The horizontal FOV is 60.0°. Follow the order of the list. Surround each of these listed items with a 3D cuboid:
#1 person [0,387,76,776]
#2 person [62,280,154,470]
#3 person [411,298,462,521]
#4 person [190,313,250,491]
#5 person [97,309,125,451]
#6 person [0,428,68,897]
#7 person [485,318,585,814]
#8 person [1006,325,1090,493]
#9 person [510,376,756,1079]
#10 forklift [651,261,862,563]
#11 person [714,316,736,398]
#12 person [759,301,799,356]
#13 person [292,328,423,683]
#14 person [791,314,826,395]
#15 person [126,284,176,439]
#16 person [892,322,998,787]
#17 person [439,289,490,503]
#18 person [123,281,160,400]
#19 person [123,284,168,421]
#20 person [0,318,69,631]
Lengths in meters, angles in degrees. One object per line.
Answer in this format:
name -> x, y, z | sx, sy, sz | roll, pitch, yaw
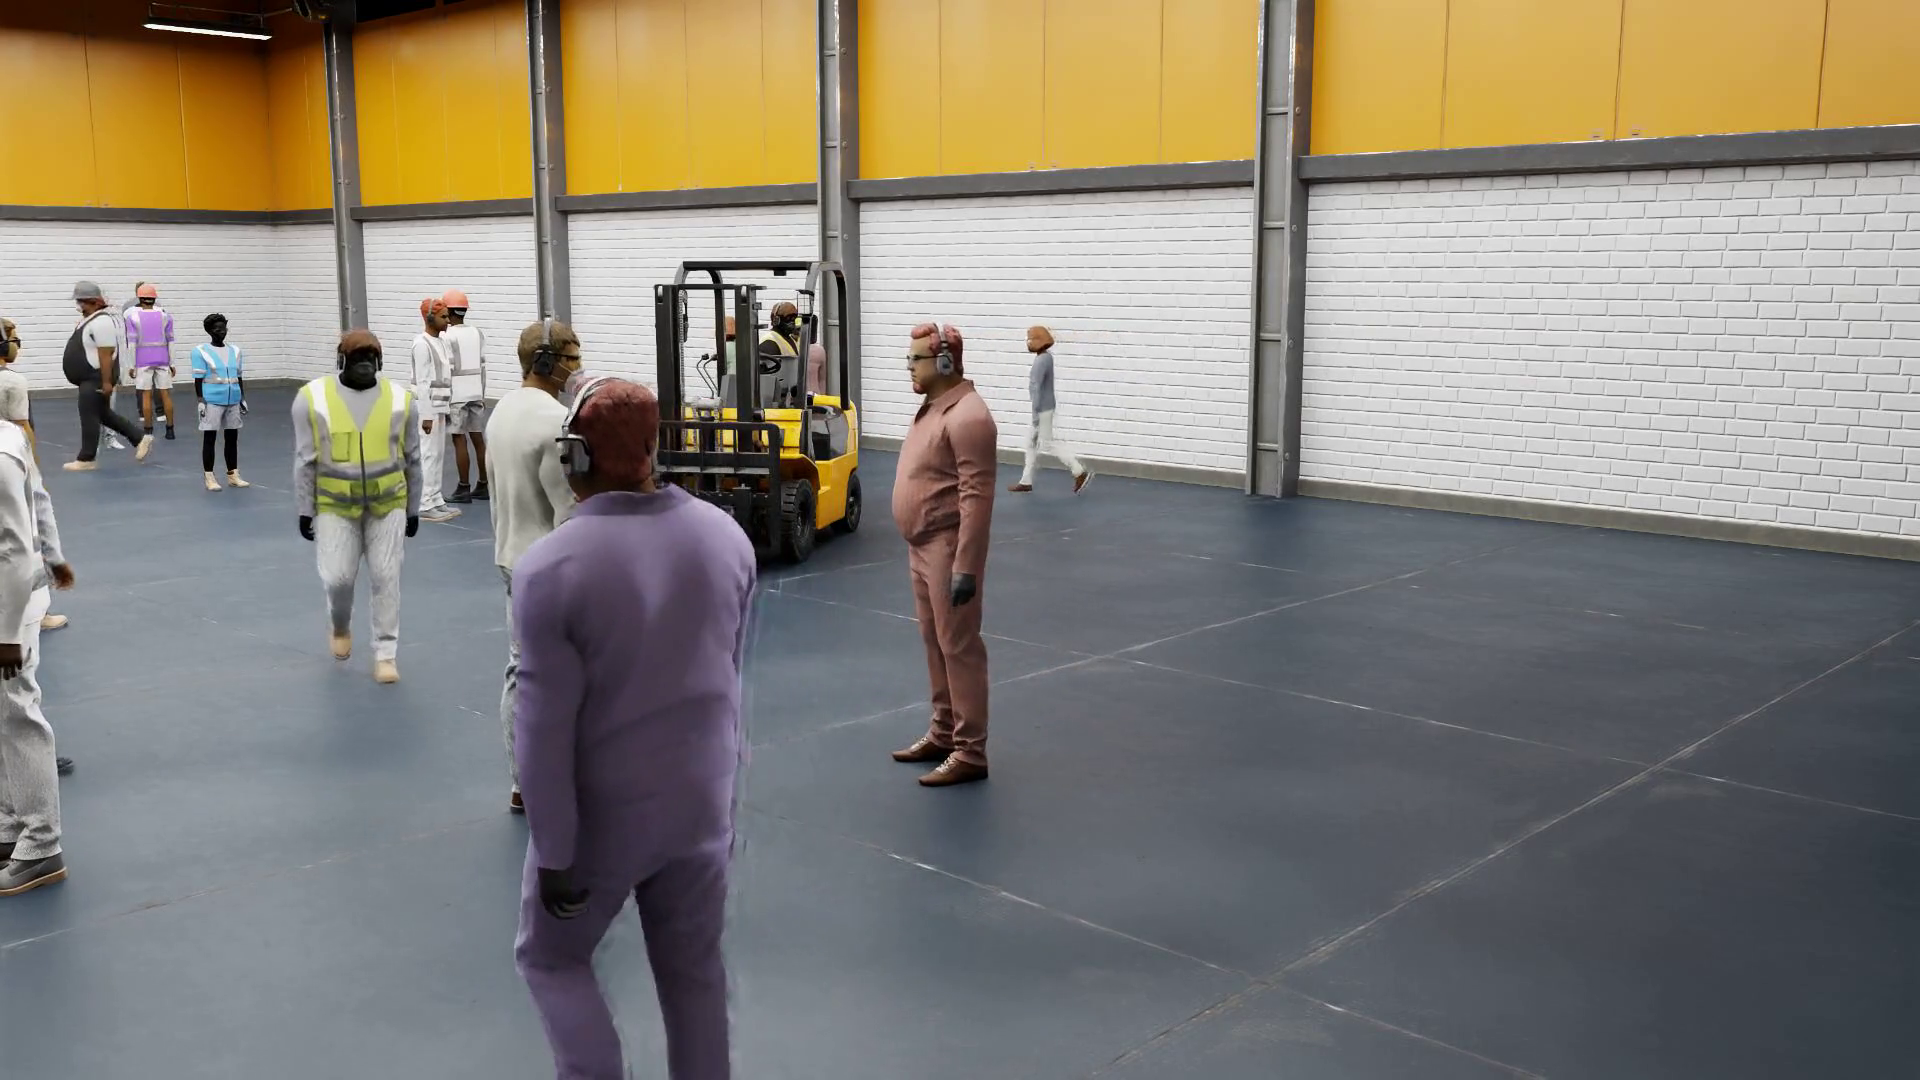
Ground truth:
person -> -4.177, 0.085, 7.065 | 0.902, 1.799, 0.590 | 3, 10, 17
person -> -9.121, -1.776, 17.704 | 0.853, 2.000, 0.686 | -6, 11, -34
person -> -4.451, -1.093, 14.043 | 0.359, 1.878, 0.567 | -1, 9, -3
person -> -7.093, -1.321, 15.961 | 0.319, 1.697, 0.532 | 6, 11, 32
person -> -10.051, -1.914, 19.458 | 0.307, 1.744, 0.484 | 7, 12, 36
person -> -3.301, 0.266, 5.658 | 0.359, 1.884, 0.573 | -8, 12, -41
person -> -1.575, 0.128, 6.350 | 0.375, 1.936, 0.627 | -7, 12, -38
person -> 0.841, -1.222, 15.674 | 0.765, 1.604, 0.502 | 2, 9, 11
person -> -0.731, 0.584, 3.714 | 0.652, 1.891, 0.460 | -9, 13, -44
forklift -> -1.552, -1.040, 12.721 | 1.214, 2.155, 2.313 | 2, 9, 11
person -> -2.373, -1.494, 17.213 | 0.283, 1.633, 0.501 | 6, 11, 31
person -> -1.526, -1.133, 14.378 | 0.430, 1.841, 0.624 | 2, 9, 12
person -> -3.095, -0.183, 8.592 | 0.636, 1.824, 0.545 | -4, 10, -25
person -> -1.412, -1.177, 14.871 | 0.318, 1.766, 0.534 | 7, 12, 37
person -> -10.012, -2.197, 20.599 | 0.552, 1.937, 0.356 | -8, 12, -40
person -> -0.083, 0.056, 6.886 | 0.403, 1.904, 0.652 | -3, 10, -18
person -> -4.532, -1.298, 15.086 | 0.376, 1.939, 0.547 | 5, 11, 30
person -> -13.137, -3.207, 26.839 | 0.633, 1.928, 0.429 | 0, 9, 3
person -> -11.342, -2.608, 23.229 | 0.588, 1.906, 0.397 | 1, 9, 4
person -> -5.553, -0.371, 9.685 | 0.505, 1.847, 0.347 | 4, 10, 22
